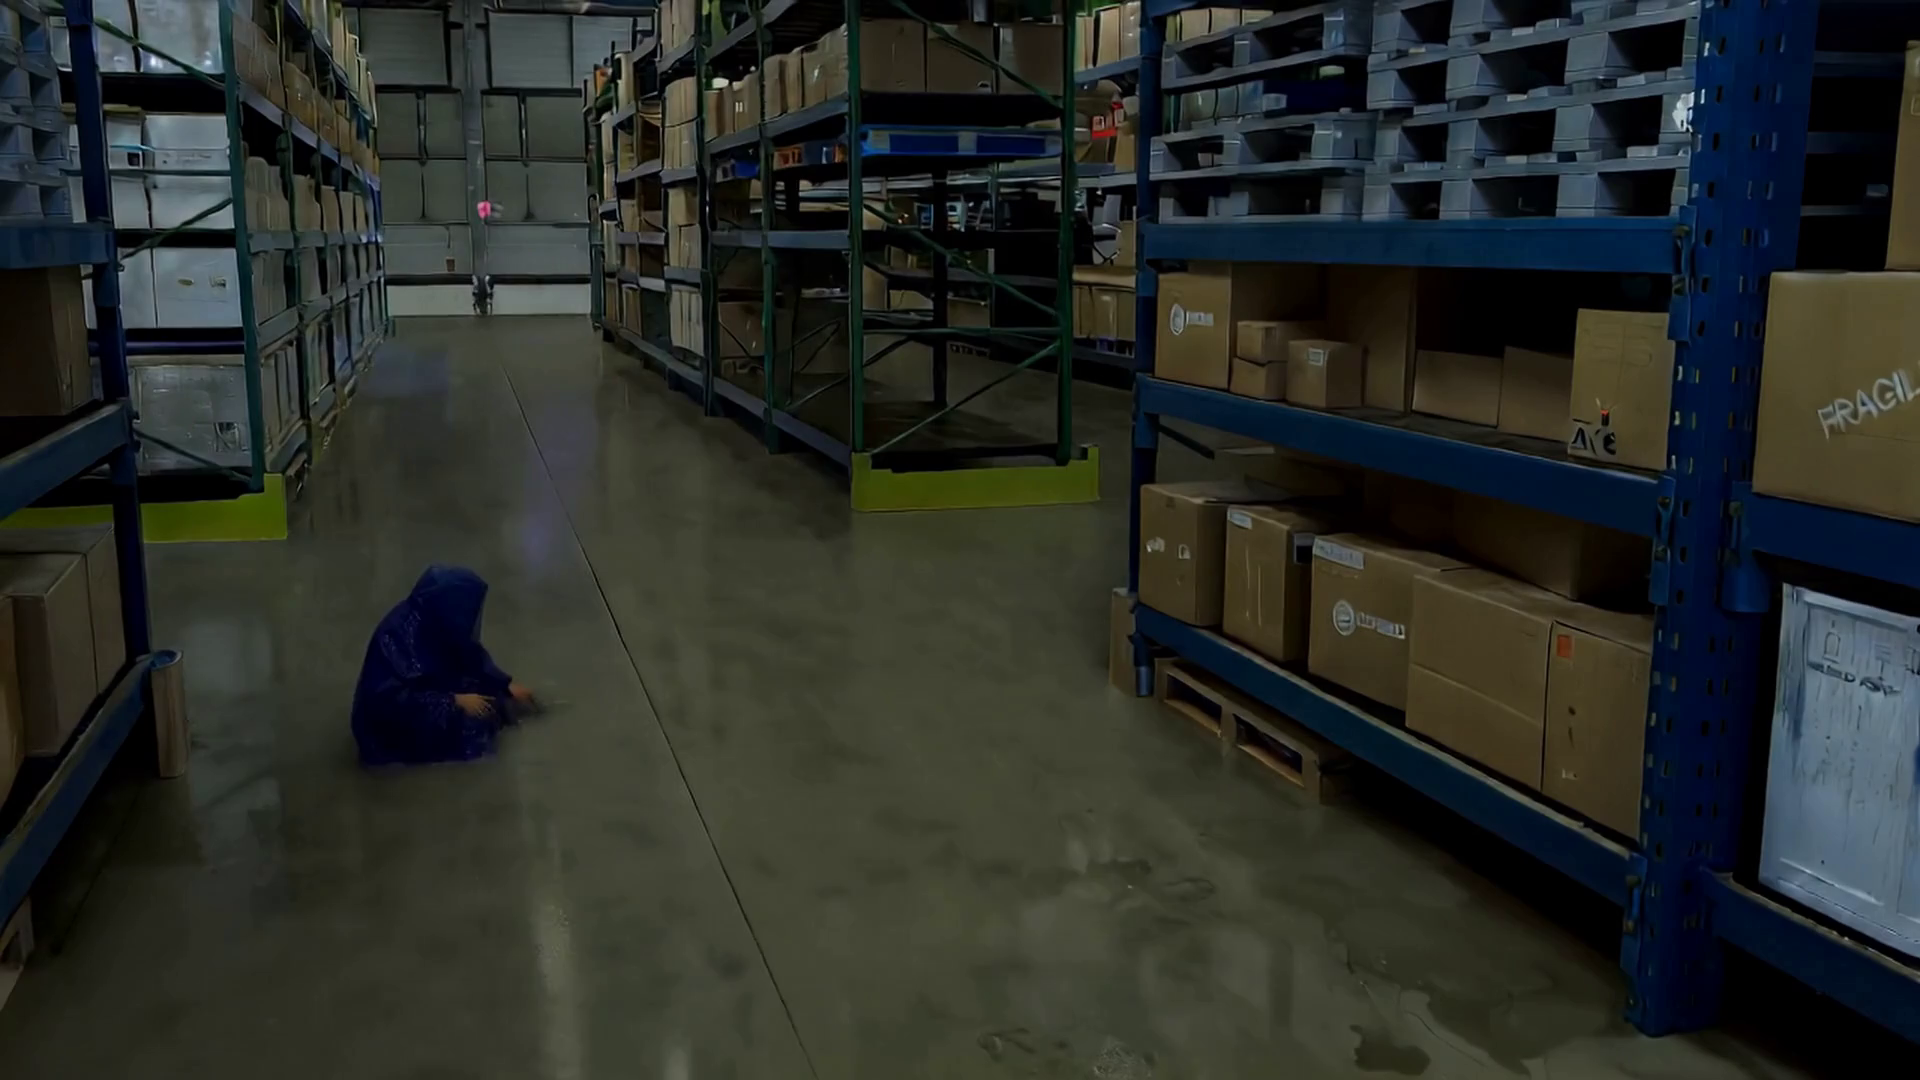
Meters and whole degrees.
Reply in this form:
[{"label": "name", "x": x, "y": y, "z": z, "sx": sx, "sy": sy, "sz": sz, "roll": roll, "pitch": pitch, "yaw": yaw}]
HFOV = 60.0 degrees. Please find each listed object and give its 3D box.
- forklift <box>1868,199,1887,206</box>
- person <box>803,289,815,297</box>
[{"label": "forklift", "x": 11.338, "y": -2.915, "z": 21.052, "sx": 1.129, "sy": 2.768, "sz": 1.873, "roll": -3, "pitch": 11, "yaw": -17}, {"label": "person", "x": -3.388, "y": -5.098, "z": 35.643, "sx": 0.625, "sy": 1.951, "sz": 0.446, "roll": 5, "pitch": 12, "yaw": 27}]
